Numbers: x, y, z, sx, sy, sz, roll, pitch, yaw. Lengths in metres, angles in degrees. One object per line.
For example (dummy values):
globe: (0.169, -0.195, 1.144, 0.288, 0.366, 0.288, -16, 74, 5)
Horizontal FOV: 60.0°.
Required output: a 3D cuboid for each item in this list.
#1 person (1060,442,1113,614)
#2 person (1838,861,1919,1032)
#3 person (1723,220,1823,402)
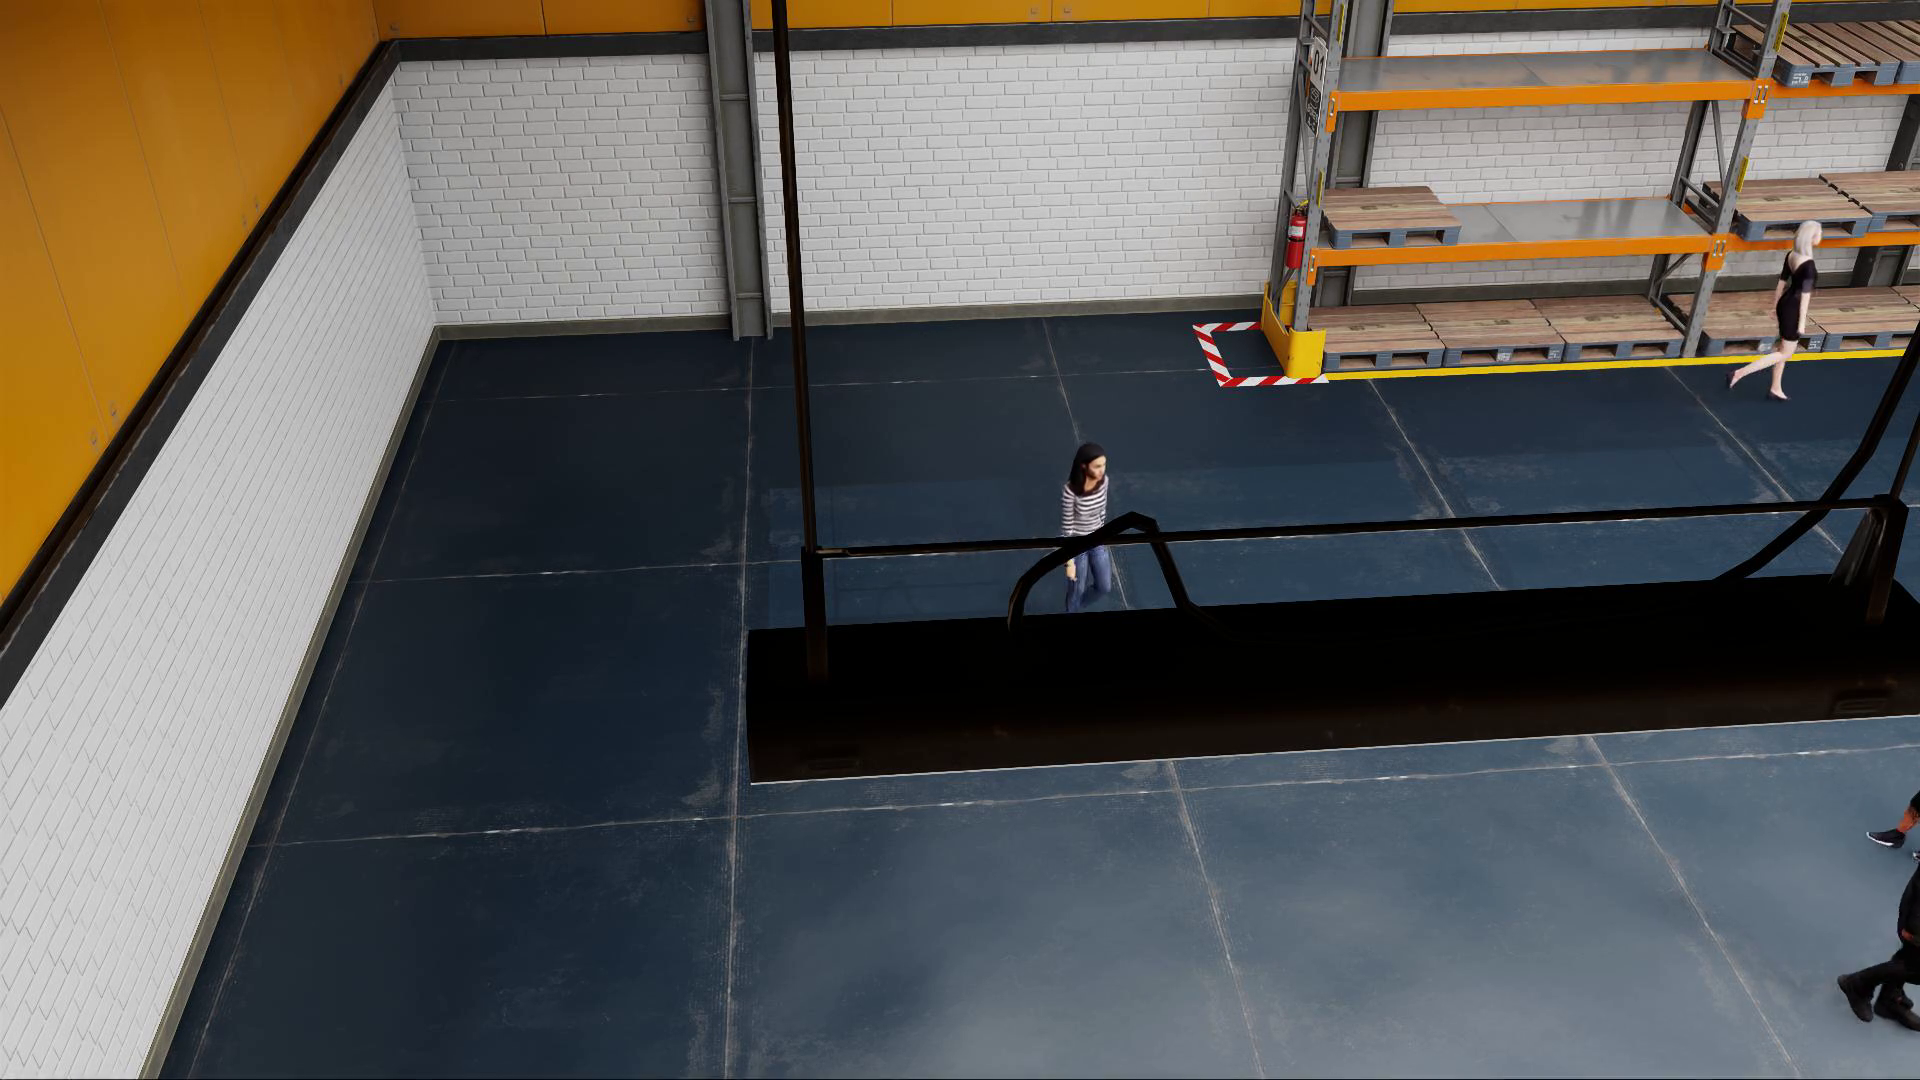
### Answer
person: (0.834, 0.063, 12.187, 0.710, 1.720, 0.778, -21, 39, -29)
person: (5.305, 2.009, 9.216, 0.819, 1.768, 0.875, -29, 43, -36)
person: (7.539, -2.048, 15.280, 0.980, 1.812, 0.626, -1, 34, -2)
